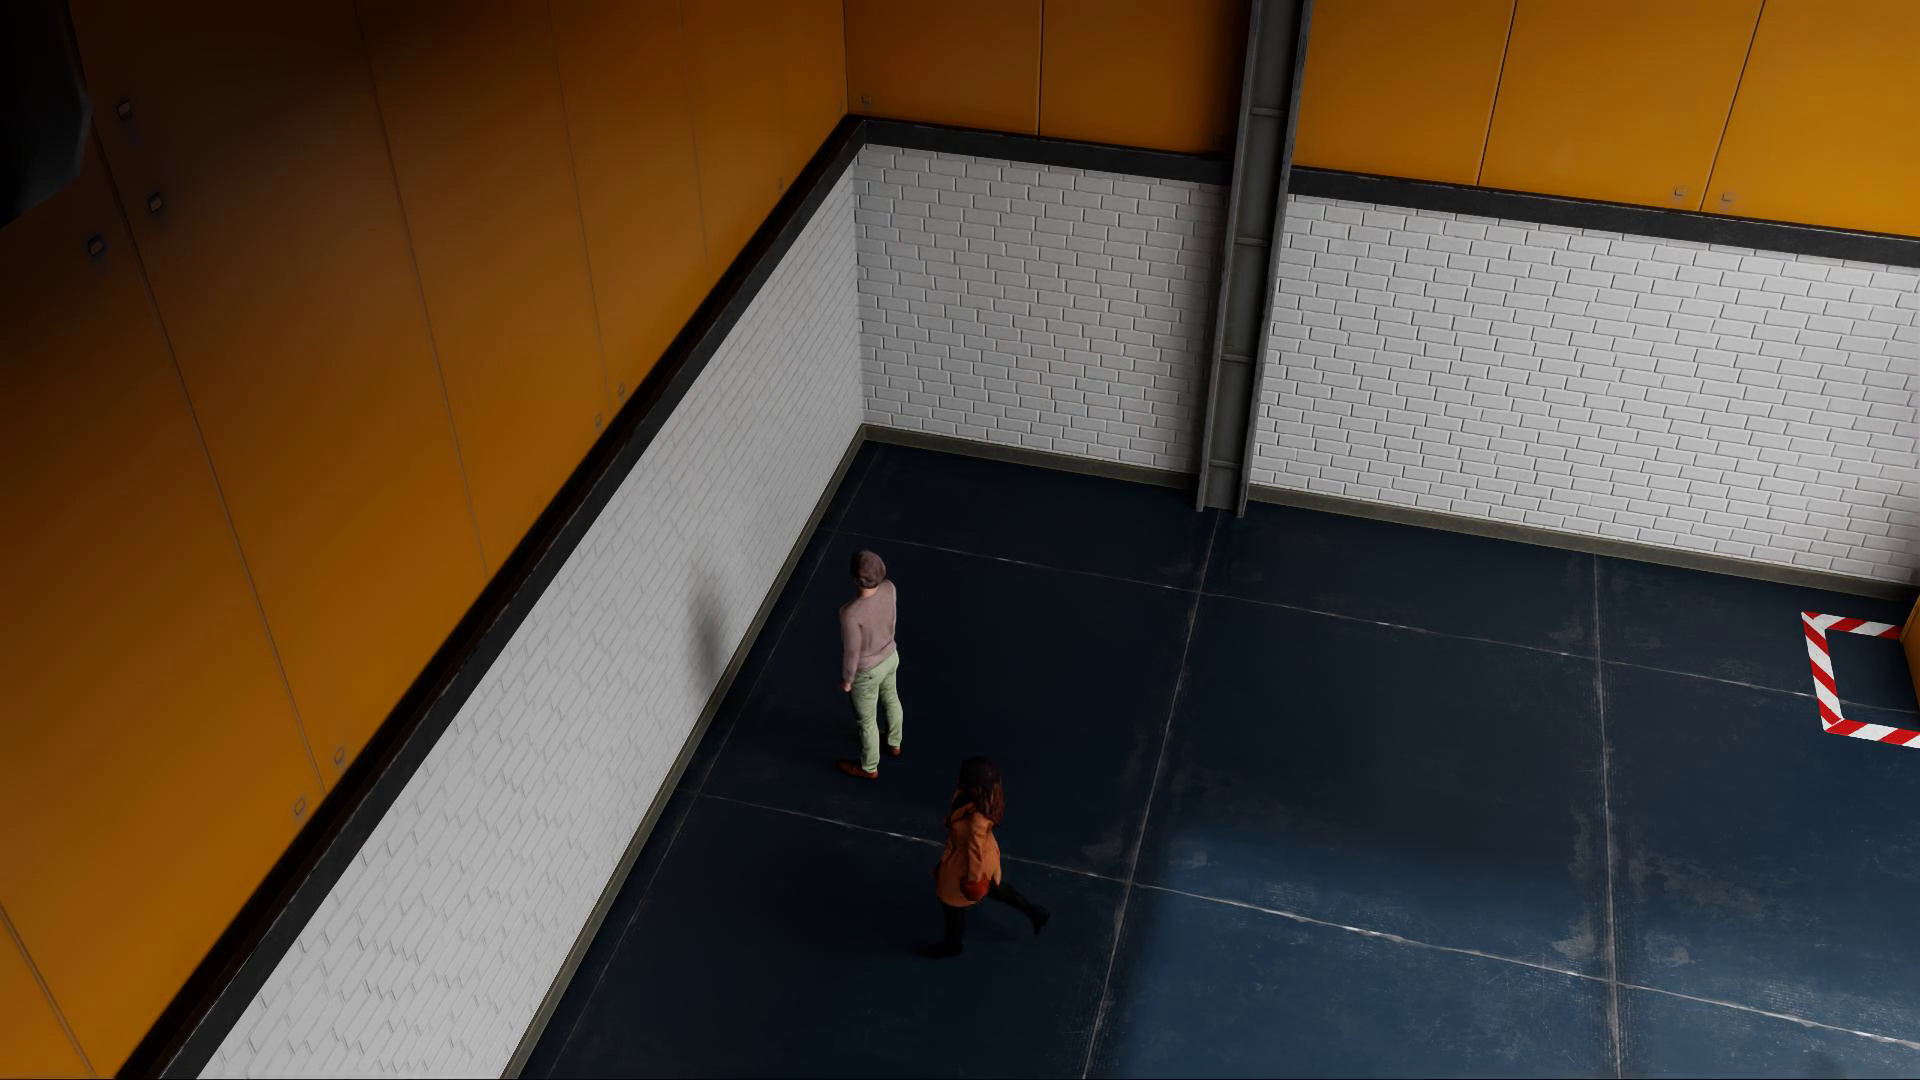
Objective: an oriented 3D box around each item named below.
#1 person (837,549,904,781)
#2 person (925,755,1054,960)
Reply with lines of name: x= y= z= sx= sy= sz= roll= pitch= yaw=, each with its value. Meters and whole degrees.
person: x=-0.585 y=0.813 z=11.010 sx=0.729 sy=1.880 sz=0.750 roll=24 pitch=44 yaw=27
person: x=0.155 y=1.891 z=9.805 sx=1.078 sy=1.701 sz=0.835 roll=1 pitch=39 yaw=1
